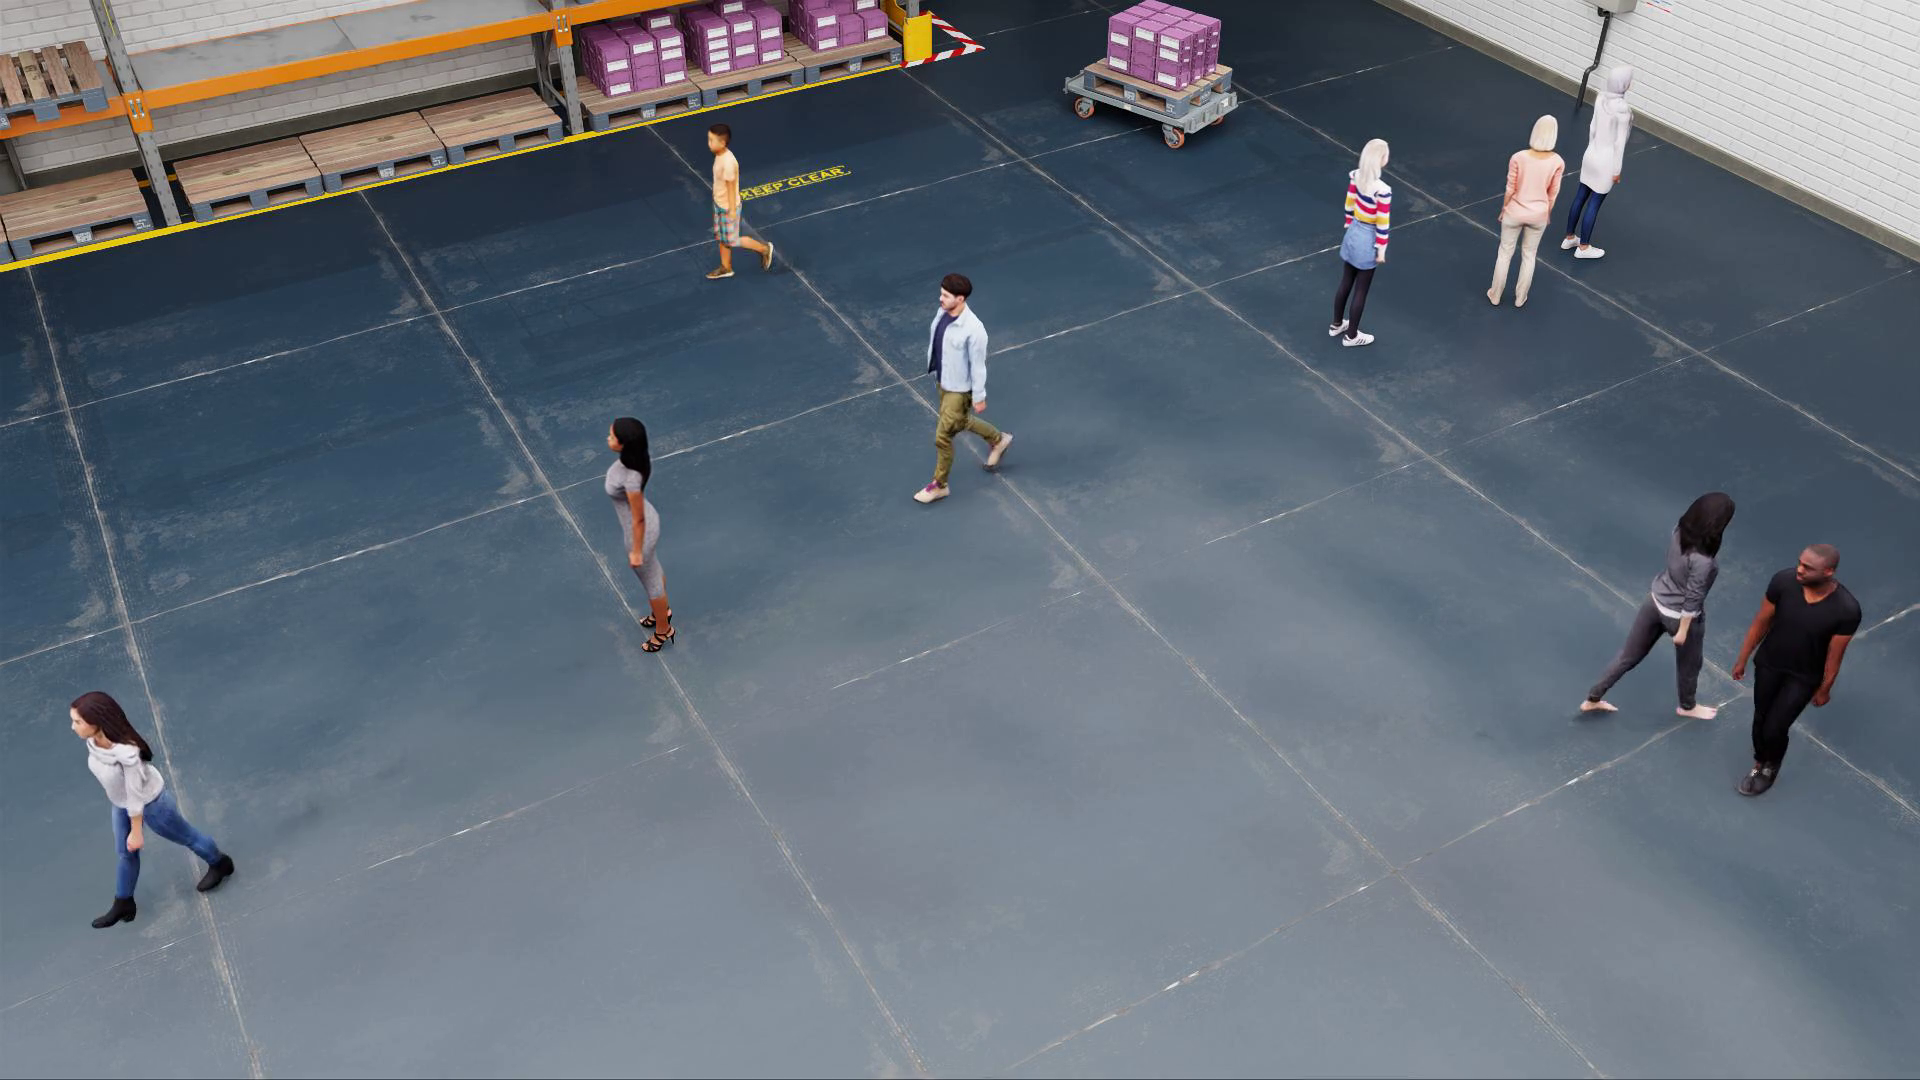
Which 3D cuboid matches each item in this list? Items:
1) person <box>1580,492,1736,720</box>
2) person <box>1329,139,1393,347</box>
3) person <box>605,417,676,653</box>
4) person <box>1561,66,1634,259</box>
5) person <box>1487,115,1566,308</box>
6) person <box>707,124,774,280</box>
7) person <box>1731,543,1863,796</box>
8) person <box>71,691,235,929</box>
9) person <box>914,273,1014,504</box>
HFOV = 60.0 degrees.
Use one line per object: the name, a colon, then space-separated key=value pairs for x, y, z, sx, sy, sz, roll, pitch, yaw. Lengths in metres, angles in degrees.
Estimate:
person: x=4.223 y=0.455 z=10.064 sx=1.163 sy=1.715 sz=0.870 roll=-5 pitch=39 yaw=-7
person: x=3.295 y=-2.445 z=13.620 sx=0.529 sy=1.809 sz=0.669 roll=-16 pitch=41 yaw=-19
person: x=-2.027 y=-0.037 z=10.627 sx=0.653 sy=1.781 sz=0.657 roll=-3 pitch=39 yaw=-4
person: x=5.697 y=-3.364 z=14.798 sx=0.600 sy=1.775 sz=0.656 roll=-11 pitch=40 yaw=-13
person: x=4.804 y=-2.781 z=14.108 sx=0.667 sy=1.726 sz=0.739 roll=7 pitch=39 yaw=9
person: x=-1.968 y=-2.945 z=14.538 sx=0.834 sy=1.445 sz=0.567 roll=-16 pitch=41 yaw=-19
person: x=4.854 y=0.727 z=9.656 sx=0.684 sy=1.799 sz=0.723 roll=-28 pitch=47 yaw=-31
person: x=-4.324 y=1.385 z=8.996 sx=0.850 sy=1.595 sz=1.079 roll=25 pitch=45 yaw=28
person: x=0.051 y=-1.125 z=11.989 sx=1.113 sy=1.783 sz=0.678 roll=-20 pitch=43 yaw=-23
